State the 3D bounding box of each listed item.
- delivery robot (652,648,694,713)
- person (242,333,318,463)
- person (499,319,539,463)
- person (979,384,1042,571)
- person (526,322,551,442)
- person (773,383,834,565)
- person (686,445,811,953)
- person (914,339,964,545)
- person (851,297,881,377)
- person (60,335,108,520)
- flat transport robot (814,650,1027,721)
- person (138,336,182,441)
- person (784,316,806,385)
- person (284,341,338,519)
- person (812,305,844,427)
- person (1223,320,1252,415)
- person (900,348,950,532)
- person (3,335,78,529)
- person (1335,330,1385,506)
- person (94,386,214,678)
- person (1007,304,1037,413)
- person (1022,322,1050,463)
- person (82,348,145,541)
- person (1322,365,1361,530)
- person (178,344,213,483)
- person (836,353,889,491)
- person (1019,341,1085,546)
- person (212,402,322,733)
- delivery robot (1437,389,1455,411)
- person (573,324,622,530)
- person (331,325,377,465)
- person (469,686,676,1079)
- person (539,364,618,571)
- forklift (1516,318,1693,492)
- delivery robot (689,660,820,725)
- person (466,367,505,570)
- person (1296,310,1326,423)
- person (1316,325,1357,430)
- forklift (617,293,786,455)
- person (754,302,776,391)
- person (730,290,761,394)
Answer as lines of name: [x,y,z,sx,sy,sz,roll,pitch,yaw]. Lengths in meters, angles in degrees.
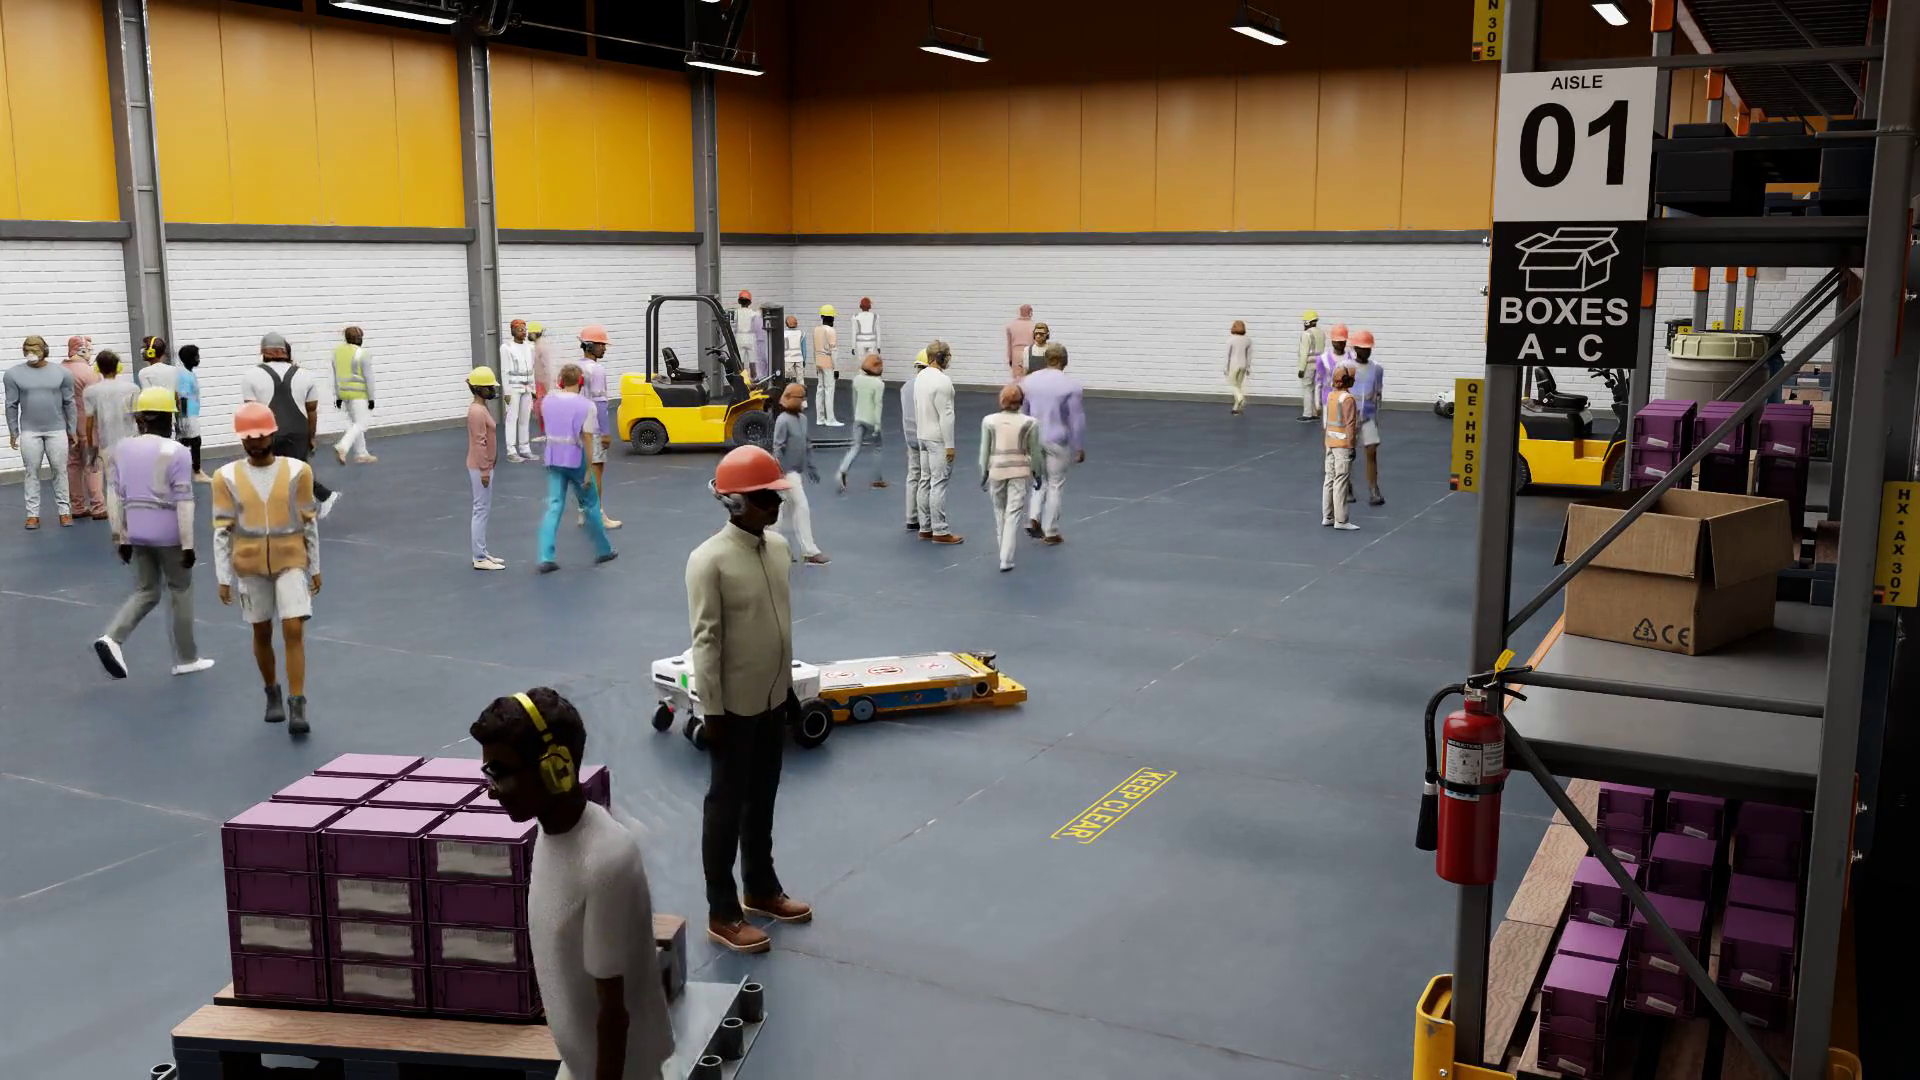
delivery robot: [-1.431,0.767,9.660,0.477,0.478,0.707,9,13,42]
person: [-6.615,-1.055,16.180,0.702,2.000,0.936,-7,12,-35]
person: [-5.796,-1.965,21.911,0.362,1.883,0.575,6,11,30]
person: [0.465,-0.561,14.578,0.538,1.593,0.838,2,10,14]
person: [-6.118,-2.281,24.114,0.366,1.757,0.541,-7,12,-36]
person: [-1.362,-0.570,14.601,0.740,1.600,0.527,3,10,18]
person: [-0.833,0.619,6.632,0.391,1.994,0.621,5,11,26]
person: [-0.217,-0.924,15.720,0.372,1.940,0.632,-5,11,-27]
person: [-1.827,-3.772,32.367,0.584,1.882,0.337,-2,10,-12]
person: [-9.019,-1.155,17.170,0.639,1.902,0.406,5,11,24]
flat transport robot: [-0.374,0.877,10.113,1.431,0.197,0.652,-4,10,-20]
person: [-8.504,-1.227,17.669,0.316,1.871,0.531,3,10,19]
person: [-2.958,-3.143,29.440,0.513,1.638,0.309,-5,11,-26]
person: [-6.584,-1.055,16.602,0.561,1.897,0.622,-7,12,-35]
person: [-2.107,-2.760,26.381,0.366,1.927,0.585,-8,13,-39]
person: [4.719,-2.912,28.148,0.512,1.614,0.503,-4,11,-21]
person: [-0.325,-0.964,16.284,0.403,1.828,0.596,-9,13,-42]
person: [-9.166,-1.081,16.633,0.631,1.936,0.362,-5,11,-27]
person: [4.369,-1.312,18.074,0.558,1.907,0.829,-1,10,-3]
person: [-5.225,-0.029,10.670,0.586,1.902,0.700,3,10,18]
person: [1.131,-3.089,28.473,0.650,1.866,0.950,3,10,16]
person: [1.051,-1.911,21.708,0.507,1.846,0.345,2,10,12]
person: [-7.971,-0.865,15.715,0.565,1.874,0.560,-3,10,-16]
person: [3.794,-0.922,16.570,0.309,1.641,0.514,-2,10,-13]
person: [-9.295,-1.490,19.762,0.688,1.670,0.537,-5,11,-25]
person: [-1.106,-1.355,19.195,0.503,1.597,0.756,7,12,35]
person: [0.855,-0.902,15.665,0.693,1.917,0.461,6,11,31]
person: [-3.942,0.174,9.478,0.555,1.895,0.916,-4,10,-20]
delivery robot: [8.364,-2.364,27.787,0.707,0.478,0.477,-1,10,-5]
person: [-3.643,-1.119,16.561,0.395,2.039,0.606,-7,12,-37]
person: [-7.873,-1.860,21.519,0.635,1.821,0.776,5,11,26]
person: [-0.825,1.217,3.751,1.008,1.796,0.614,-6,11,-31]
person: [-3.390,-0.637,14.499,0.560,1.789,0.928,3,10,16]
forklift: [7.066,-1.601,18.899,2.313,2.155,1.214,5,11,27]
delivery robot: [-1.140,0.838,9.247,0.707,0.478,0.477,-7,12,-36]
person: [-4.132,-0.625,14.487,0.316,1.767,0.535,-3,10,-15]
person: [5.685,-2.821,27.021,0.600,1.827,0.404,-10,14,-44]
person: [4.614,-1.690,20.335,0.551,1.893,0.982,0,10,0]
forklift: [-3.588,-2.317,23.042,2.313,2.155,1.214,-1,10,-5]
person: [-3.513,-3.382,30.157,0.847,1.867,0.651,-7,12,-37]
person: [-4.070,-3.724,31.627,0.608,2.044,0.370,0,10,-1]
